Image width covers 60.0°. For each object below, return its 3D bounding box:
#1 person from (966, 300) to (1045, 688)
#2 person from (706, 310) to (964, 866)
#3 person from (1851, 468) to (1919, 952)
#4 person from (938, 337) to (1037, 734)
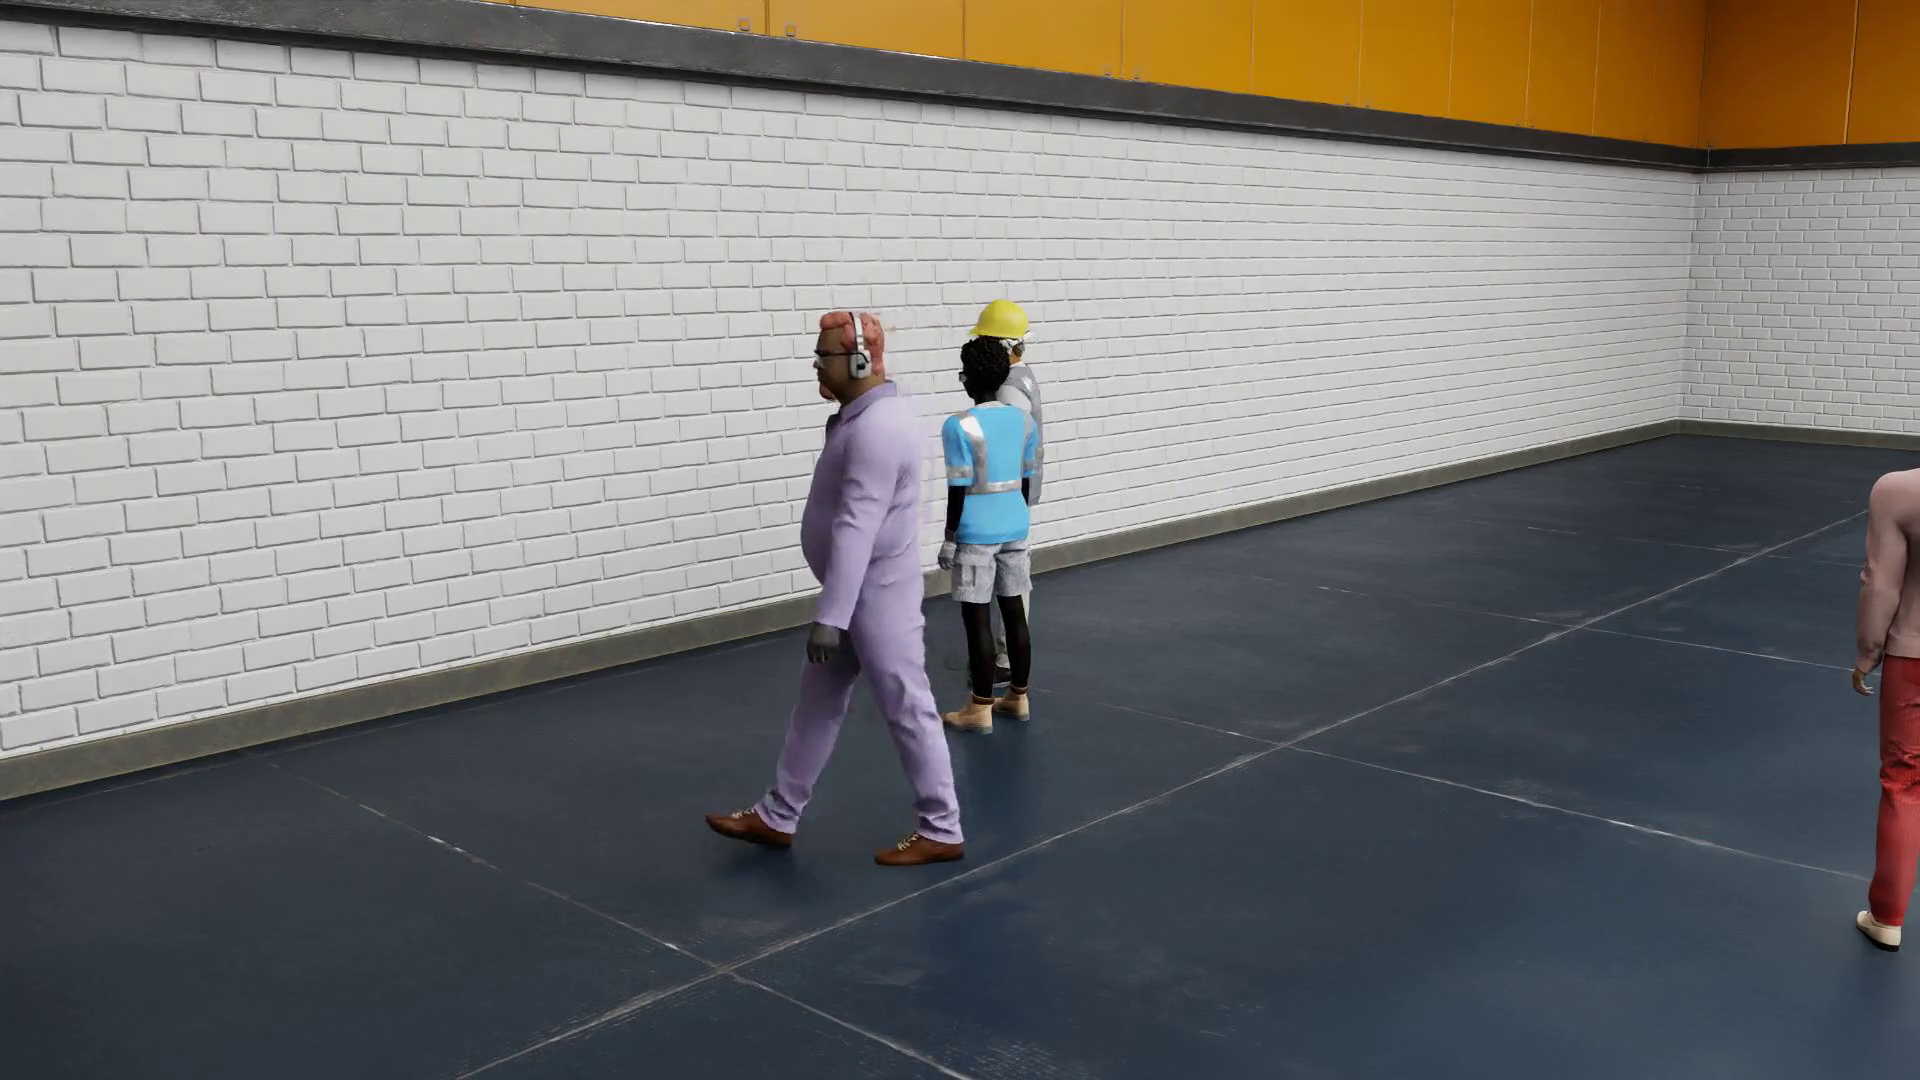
[{"bbox_3d":[0.196,-0.219,7.918,0.404,1.832,0.607,0,10,0],"label":"person"},{"bbox_3d":[-0.411,0.190,5.504,0.938,1.865,0.660,-2,10,-11],"label":"person"},{"bbox_3d":[2.911,0.349,4.875,0.533,1.766,0.326,4,11,23],"label":"person"},{"bbox_3d":[0.114,-0.019,7.166,0.319,1.695,0.538,10,14,44],"label":"person"}]
